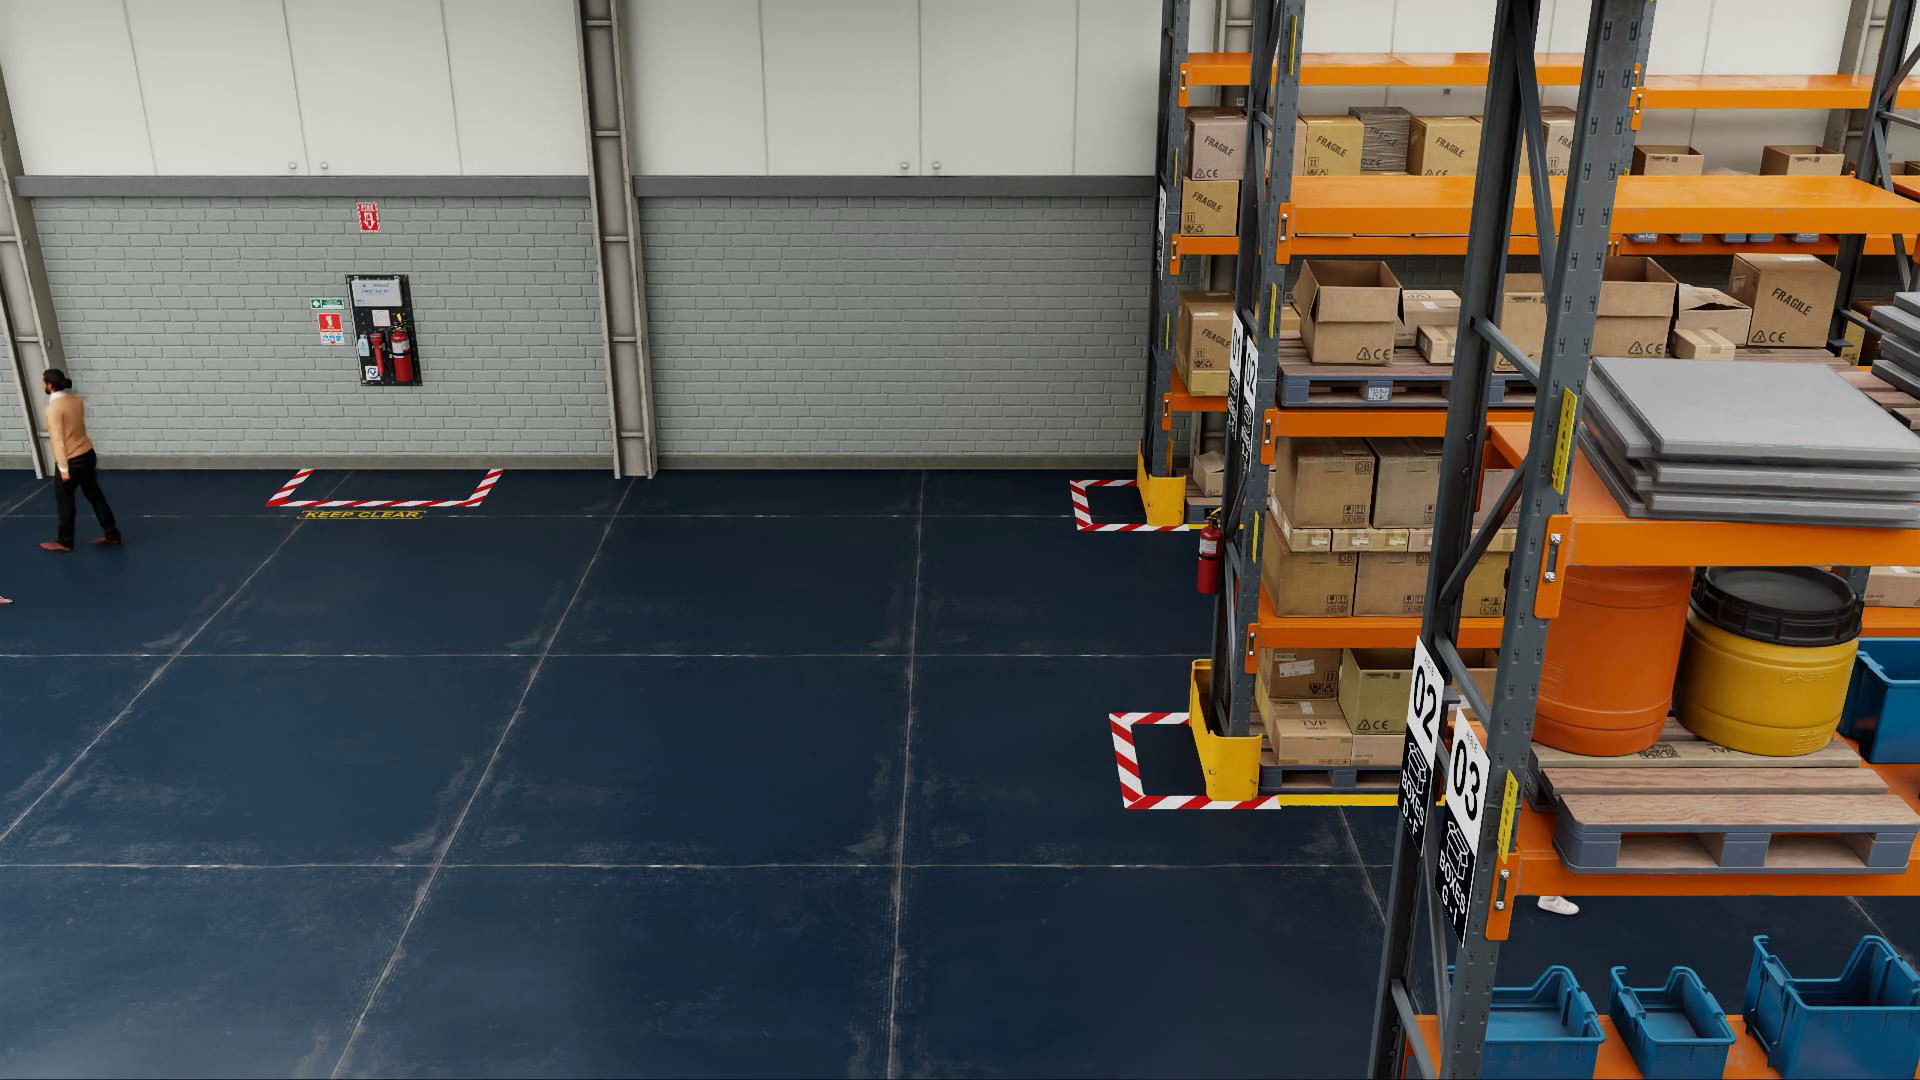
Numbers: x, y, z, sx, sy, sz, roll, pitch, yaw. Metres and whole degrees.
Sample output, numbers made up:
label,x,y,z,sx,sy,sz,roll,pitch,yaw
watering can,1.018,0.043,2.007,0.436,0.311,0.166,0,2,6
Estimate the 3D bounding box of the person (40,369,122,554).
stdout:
label,x,y,z,sx,sy,sz,roll,pitch,yaw
person,-8.042,-0.717,15.209,0.927,1.739,0.703,1,23,3
